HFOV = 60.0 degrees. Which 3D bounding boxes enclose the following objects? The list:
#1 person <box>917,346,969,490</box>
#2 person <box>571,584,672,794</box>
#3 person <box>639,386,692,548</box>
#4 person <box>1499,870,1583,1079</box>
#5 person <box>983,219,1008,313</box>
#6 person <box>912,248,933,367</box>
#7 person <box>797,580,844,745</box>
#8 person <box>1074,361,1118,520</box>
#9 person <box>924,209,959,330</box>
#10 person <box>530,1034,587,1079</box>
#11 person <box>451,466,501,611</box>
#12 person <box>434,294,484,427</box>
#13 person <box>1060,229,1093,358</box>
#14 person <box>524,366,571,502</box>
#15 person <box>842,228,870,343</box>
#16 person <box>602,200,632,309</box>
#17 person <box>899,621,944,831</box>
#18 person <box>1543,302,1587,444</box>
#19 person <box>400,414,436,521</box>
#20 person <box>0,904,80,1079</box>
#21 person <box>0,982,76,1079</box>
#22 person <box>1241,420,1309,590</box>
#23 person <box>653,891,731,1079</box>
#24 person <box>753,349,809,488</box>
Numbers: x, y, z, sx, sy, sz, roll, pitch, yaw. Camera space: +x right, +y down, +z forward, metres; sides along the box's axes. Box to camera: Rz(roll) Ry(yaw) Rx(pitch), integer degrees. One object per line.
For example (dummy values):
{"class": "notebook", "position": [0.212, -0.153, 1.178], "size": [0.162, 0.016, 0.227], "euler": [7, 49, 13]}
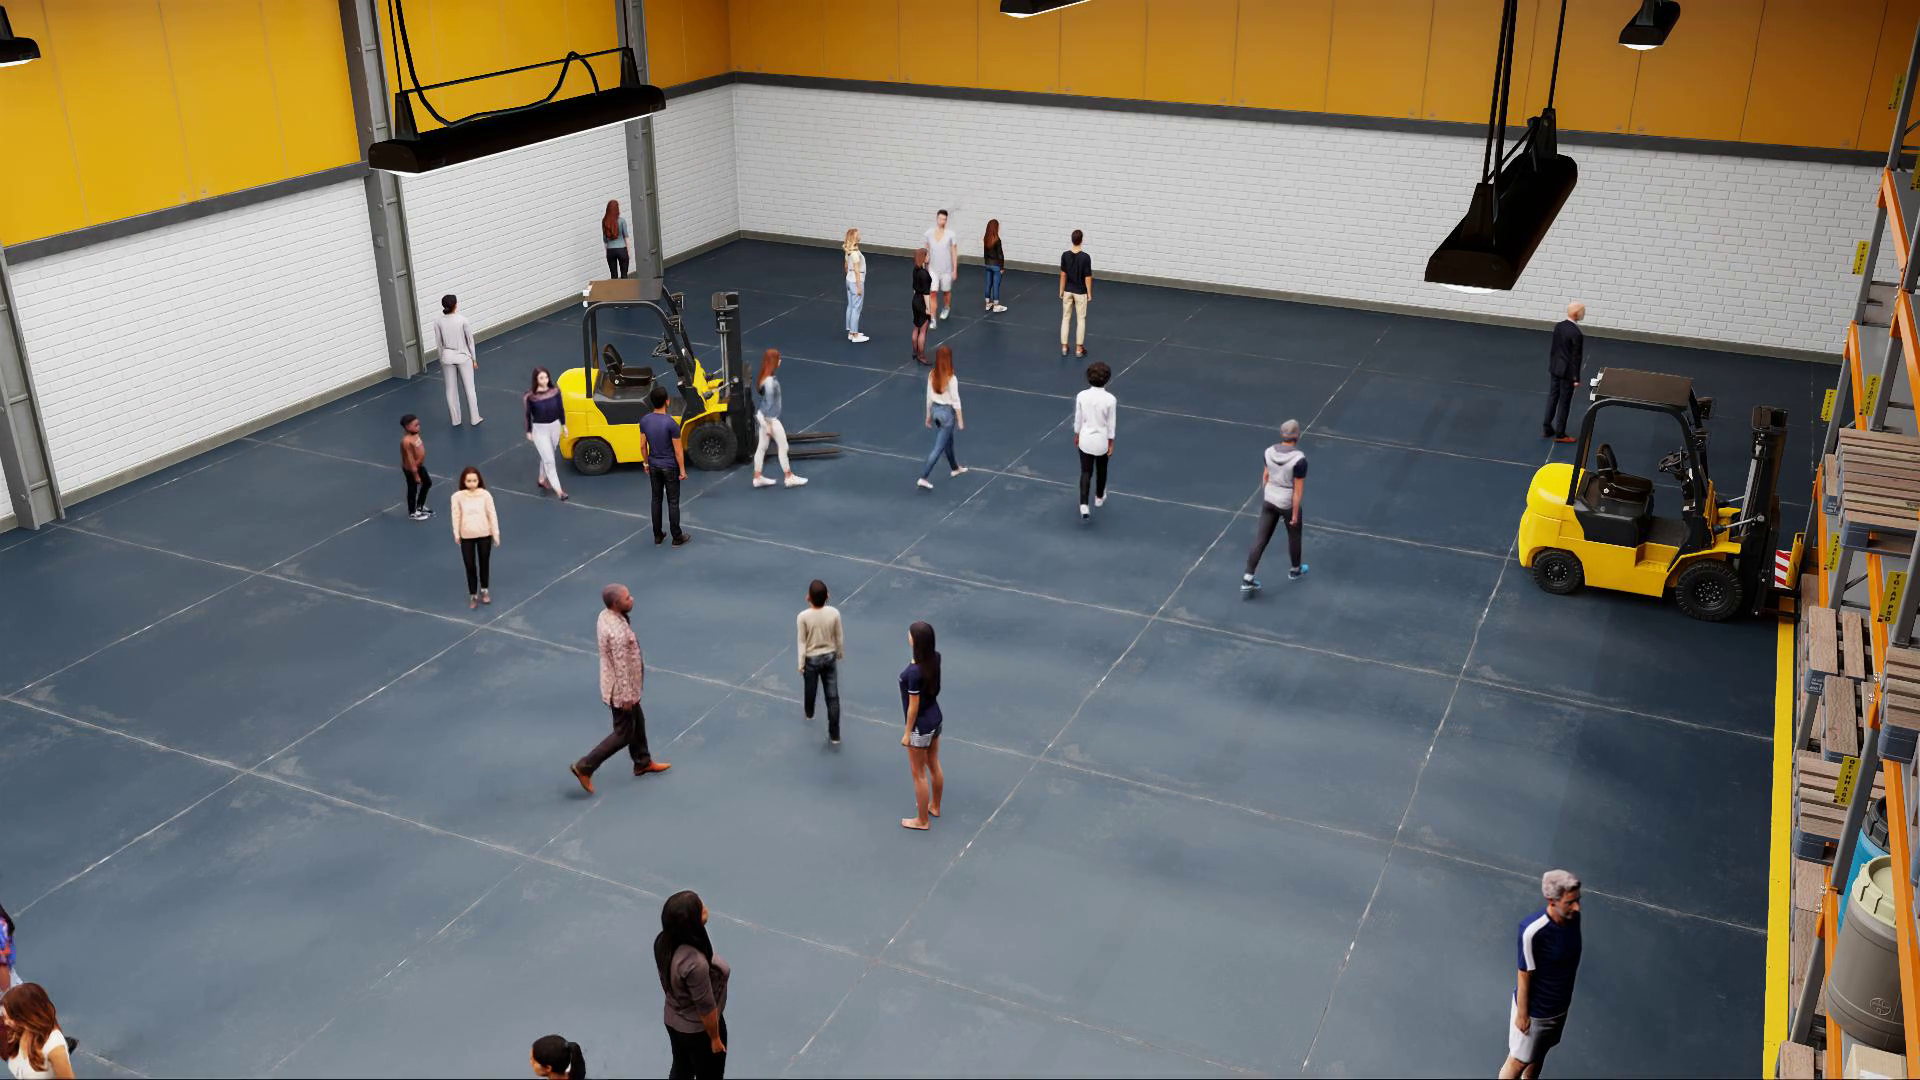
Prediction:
{"class": "person", "position": [-0.257, -1.409, 19.541], "size": [0.840, 1.693, 1.204], "euler": [22, 32, 40]}
{"class": "person", "position": [-2.829, 1.202, 13.452], "size": [1.170, 1.787, 1.113], "euler": [-8, 25, -18]}
{"class": "person", "position": [-3.220, -0.795, 18.016], "size": [0.676, 1.791, 0.560], "euler": [7, 25, 16]}
{"class": "person", "position": [3.458, 2.730, 9.892], "size": [0.662, 1.839, 0.780], "euler": [-17, 29, -33]}
{"class": "person", "position": [0.540, -4.417, 26.685], "size": [0.621, 1.484, 0.626], "euler": [-21, 31, -40]}
{"class": "person", "position": [-0.560, -3.379, 24.034], "size": [0.701, 1.705, 0.652], "euler": [-10, 25, -21]}
{"class": "person", "position": [-1.170, 1.069, 14.198], "size": [0.956, 1.432, 1.067], "euler": [-6, 24, -13]}
{"class": "person", "position": [1.494, -1.092, 18.715], "size": [0.783, 1.775, 1.161], "euler": [5, 24, 12]}
{"class": "person", "position": [-0.277, -4.232, 25.861], "size": [0.934, 1.805, 1.323], "euler": [5, 24, 10]}
{"class": "person", "position": [-1.984, 3.302, 8.852], "size": [0.859, 1.623, 0.808], "euler": [-7, 25, -16]}
{"class": "person", "position": [-4.874, -0.066, 16.748], "size": [0.777, 1.471, 0.840], "euler": [-6, 24, -13]}
{"class": "person", "position": [-6.547, -2.345, 21.629], "size": [0.713, 1.736, 0.699], "euler": [-1, 24, -3]}
{"class": "person", "position": [1.694, -3.627, 24.419], "size": [0.639, 1.851, 0.550], "euler": [10, 25, 21]}
{"class": "person", "position": [-4.827, -1.242, 19.335], "size": [1.086, 1.554, 0.952], "euler": [-19, 30, -37]}
{"class": "person", "position": [-1.591, -3.850, 25.090], "size": [0.755, 1.723, 0.710], "euler": [-10, 26, -22]}
{"class": "person", "position": [-5.523, -4.613, 26.809], "size": [0.645, 1.743, 0.649], "euler": [2, 24, 4]}
{"class": "person", "position": [-0.283, 1.437, 12.940], "size": [0.639, 1.767, 0.474], "euler": [13, 27, 27]}
{"class": "person", "position": [7.656, -2.135, 21.073], "size": [0.831, 1.797, 0.756], "euler": [-7, 24, -15]}
{"class": "person", "position": [-6.227, -0.820, 18.755], "size": [0.652, 1.243, 0.529], "euler": [3, 24, 8]}
{"class": "person", "position": [-5.729, 2.712, 10.072], "size": [0.708, 1.728, 0.860], "euler": [18, 30, 36]}
{"class": "person", "position": [-4.893, 3.133, 9.042], "size": [0.616, 1.782, 0.552], "euler": [14, 27, 29]}
{"class": "person", "position": [3.195, -0.300, 16.895], "size": [0.966, 1.781, 1.300], "euler": [22, 32, 40]}
{"class": "person", "position": [-1.552, 2.831, 9.656], "size": [0.736, 1.842, 0.734], "euler": [-19, 30, -37]}
{"class": "person", "position": [-2.336, -1.399, 19.538], "size": [0.975, 1.678, 0.935], "euler": [-6, 24, -14]}
